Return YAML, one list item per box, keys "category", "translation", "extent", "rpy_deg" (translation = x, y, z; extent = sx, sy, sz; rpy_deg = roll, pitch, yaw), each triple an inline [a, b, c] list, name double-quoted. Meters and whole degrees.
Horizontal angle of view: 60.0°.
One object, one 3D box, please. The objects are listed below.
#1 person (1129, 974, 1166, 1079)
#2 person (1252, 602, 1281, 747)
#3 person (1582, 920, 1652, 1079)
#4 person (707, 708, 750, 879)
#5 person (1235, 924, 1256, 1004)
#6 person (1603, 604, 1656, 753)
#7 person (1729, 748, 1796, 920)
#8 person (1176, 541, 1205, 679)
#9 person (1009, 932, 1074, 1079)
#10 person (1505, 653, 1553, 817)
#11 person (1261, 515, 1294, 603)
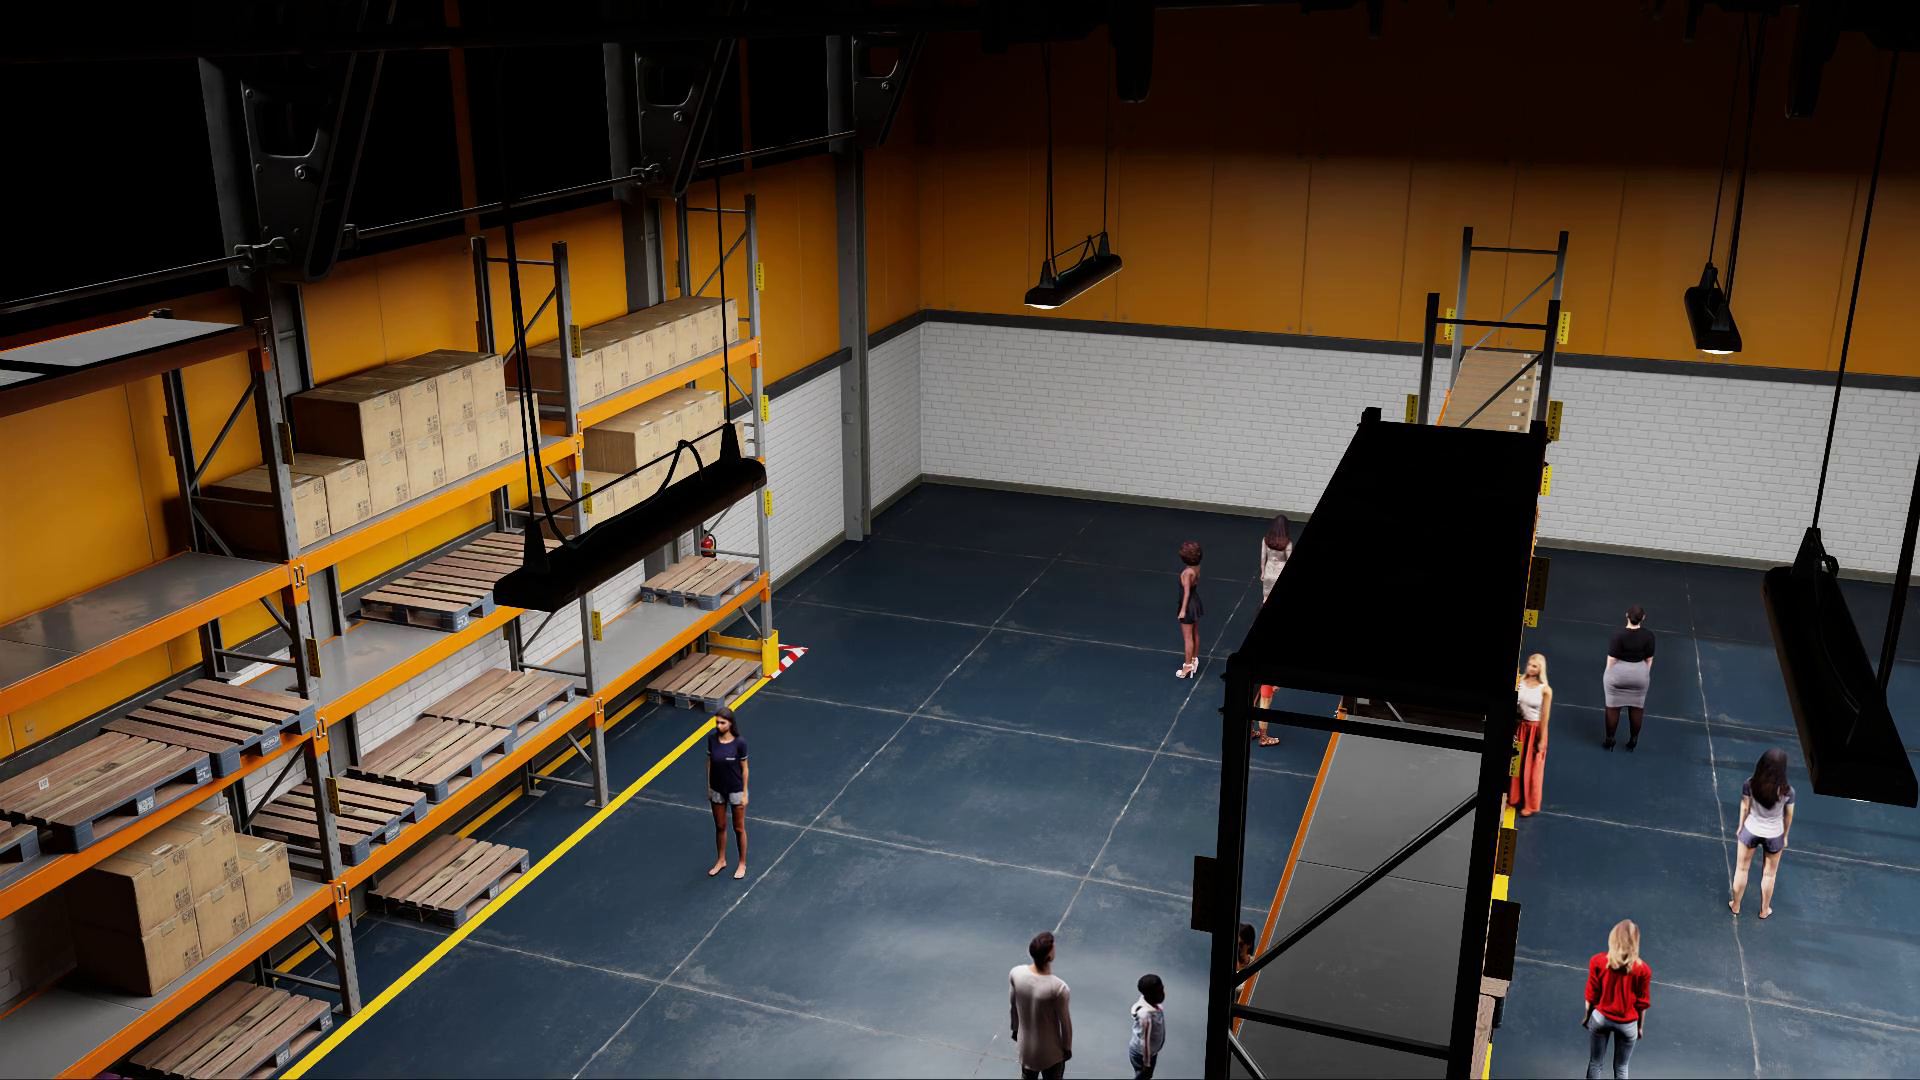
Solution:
- category: "person"
  translation: [1.420, 3.875, 12.732]
  extent: [0.551, 1.257, 0.442]
  rpy_deg: [4, 19, 12]
- category: "person"
  translation: [3.466, 1.516, 19.014]
  extent: [0.704, 1.719, 0.668]
  rpy_deg: [-11, 22, -30]
- category: "person"
  translation: [4.976, 3.664, 12.659]
  extent: [0.623, 1.705, 0.511]
  rpy_deg: [8, 20, 22]
- category: "person"
  translation: [-2.249, 2.442, 16.192]
  extent: [0.576, 1.766, 0.535]
  rpy_deg: [6, 19, 16]
- category: "person"
  translation: [2.121, 3.669, 12.737]
  extent: [0.572, 1.645, 0.517]
  rpy_deg: [8, 20, 22]
- category: "person"
  translation: [7.560, 1.560, 18.821]
  extent: [0.719, 1.760, 0.693]
  rpy_deg: [2, 19, 6]
- category: "person"
  translation: [7.464, 2.714, 15.475]
  extent: [0.612, 1.707, 0.557]
  rpy_deg: [9, 21, 25]
- category: "person"
  translation: [2.886, 0.862, 20.848]
  extent: [0.659, 1.788, 0.521]
  rpy_deg: [10, 21, 28]
- category: "person"
  translation: [0.601, 3.707, 12.319]
  extent: [0.718, 1.840, 0.636]
  rpy_deg: [12, 22, 31]
- category: "person"
  translation: [5.956, 2.017, 17.401]
  extent: [0.748, 1.800, 0.722]
  rpy_deg: [-15, 24, -37]
- category: "person"
  translation: [4.183, 0.502, 21.983]
  extent: [0.642, 1.746, 0.577]
  rpy_deg: [12, 22, 31]
